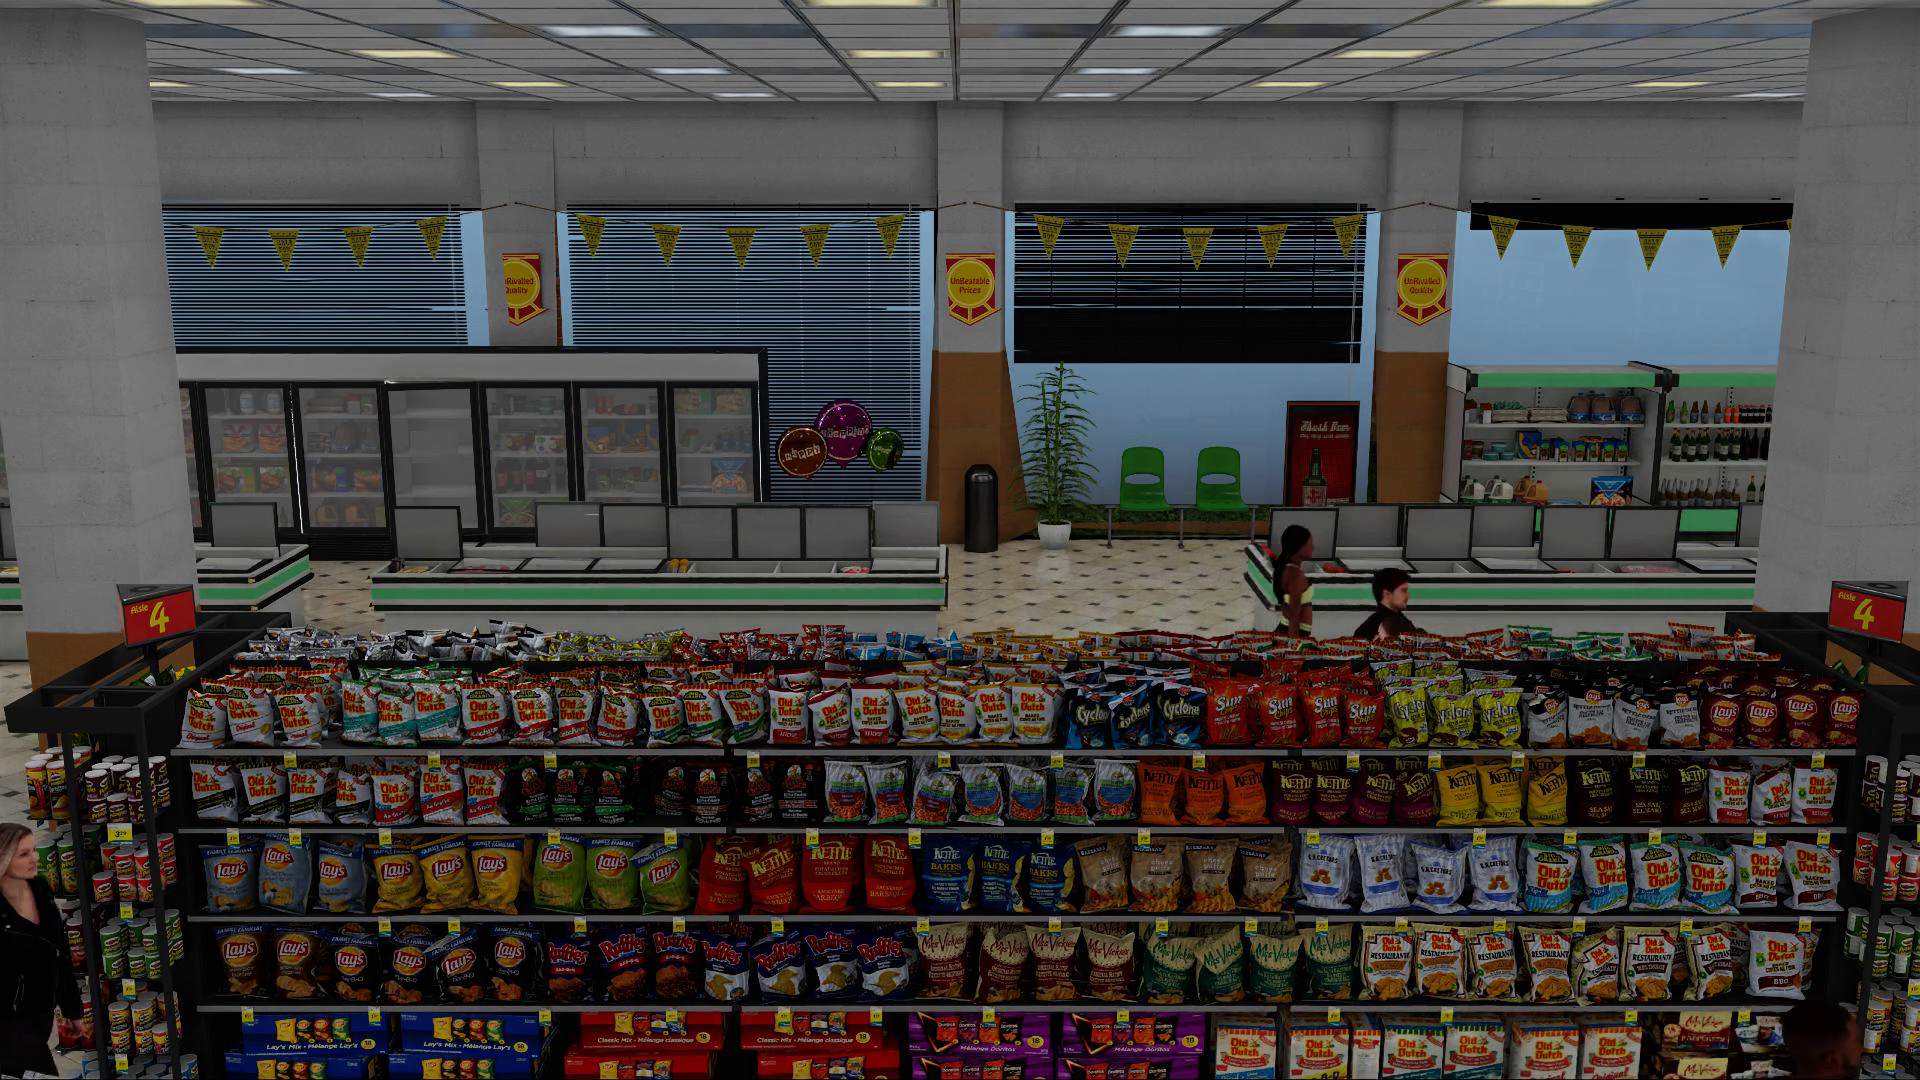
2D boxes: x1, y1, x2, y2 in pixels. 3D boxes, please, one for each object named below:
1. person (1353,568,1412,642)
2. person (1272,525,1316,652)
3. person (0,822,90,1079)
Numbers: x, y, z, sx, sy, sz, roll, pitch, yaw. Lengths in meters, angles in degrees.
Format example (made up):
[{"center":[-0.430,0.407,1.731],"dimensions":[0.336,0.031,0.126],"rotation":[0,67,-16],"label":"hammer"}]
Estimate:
[{"center":[2.425,1.077,10.118],"dimensions":[1.255,1.792,1.094],"rotation":[7,14,32],"label":"person"},{"center":[2.249,0.763,11.765],"dimensions":[1.075,1.728,0.590],"rotation":[-1,12,-3],"label":"person"},{"center":[-3.775,1.916,6.500],"dimensions":[1.168,1.641,0.715],"rotation":[2,12,8],"label":"person"}]
